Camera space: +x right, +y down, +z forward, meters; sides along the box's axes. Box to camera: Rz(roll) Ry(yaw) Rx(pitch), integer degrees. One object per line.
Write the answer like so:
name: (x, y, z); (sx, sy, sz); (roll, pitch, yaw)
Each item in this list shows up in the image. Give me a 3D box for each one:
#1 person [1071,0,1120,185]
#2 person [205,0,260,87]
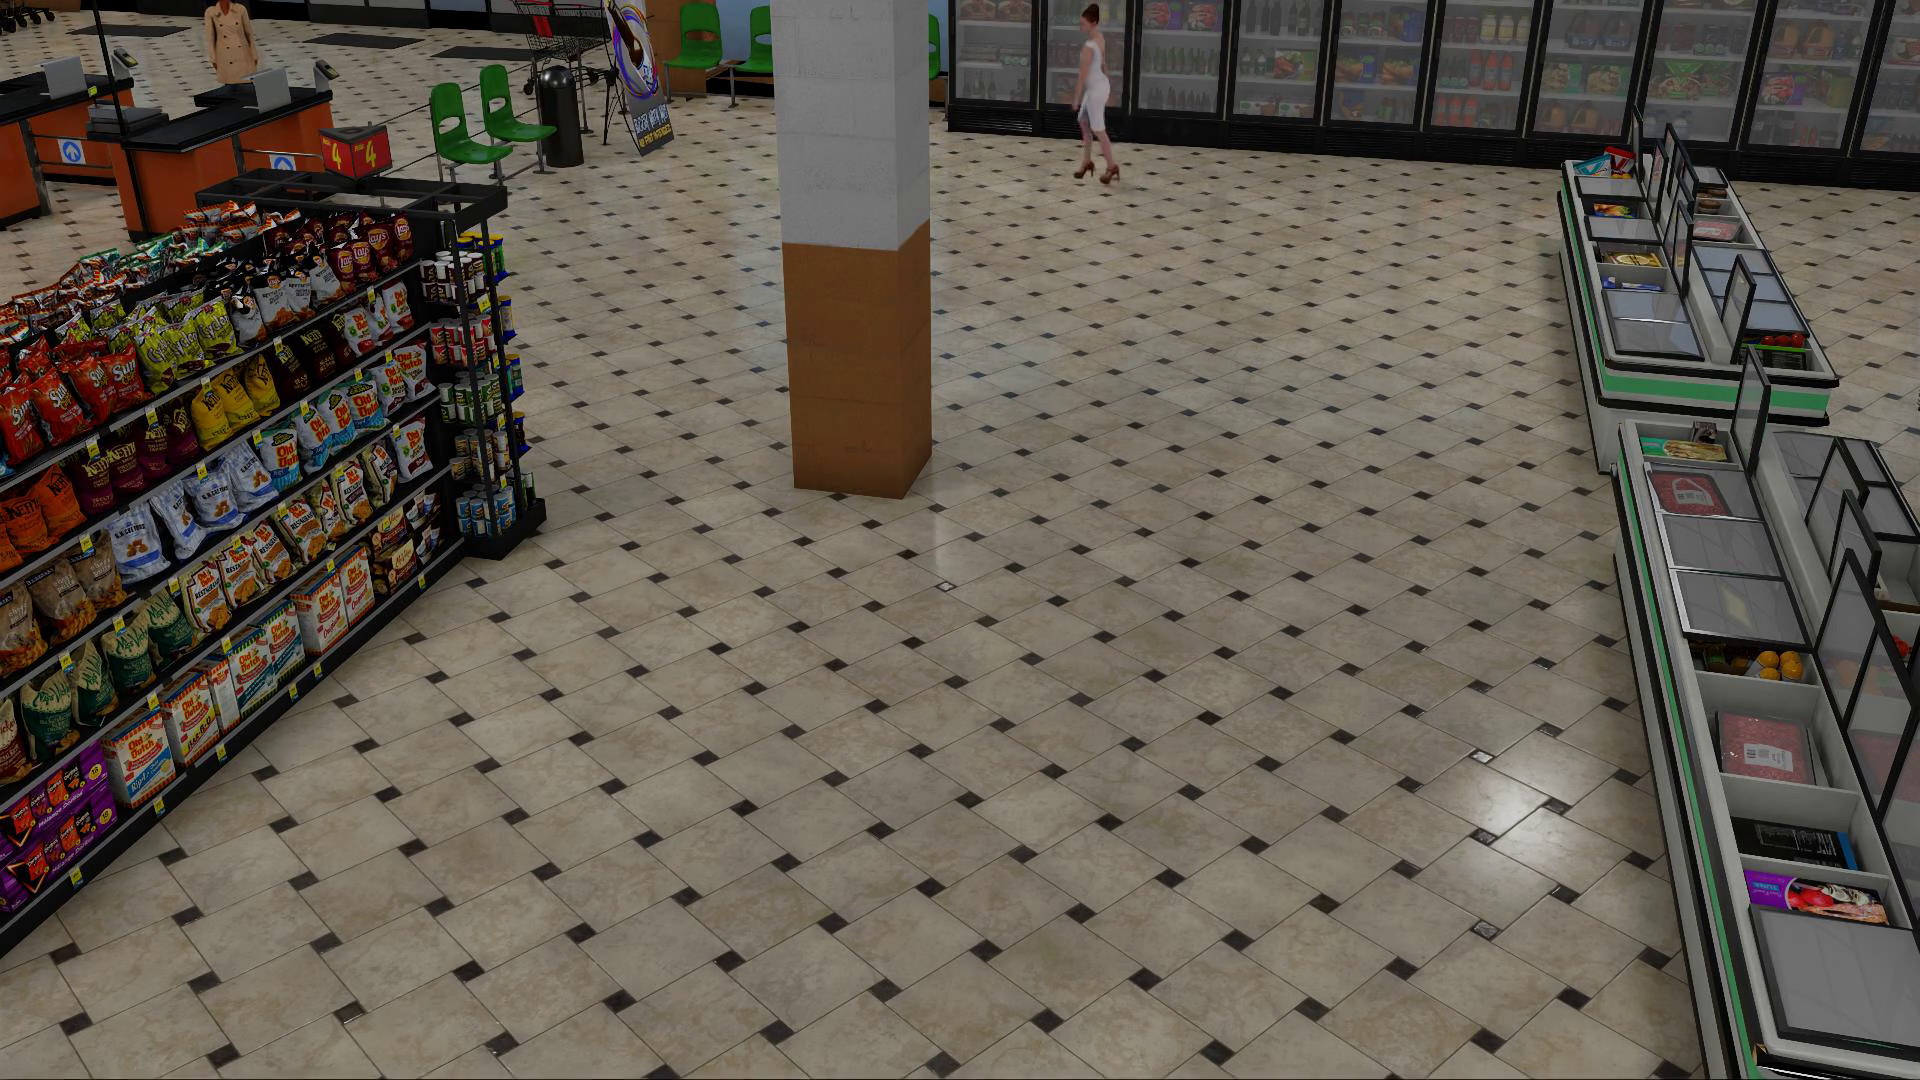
person: (1.373, -4.279, 16.104); (0.725, 1.745, 0.633); (14, 30, 25)
person: (-7.856, -5.216, 18.024); (0.725, 1.680, 0.747); (-10, 29, -20)
